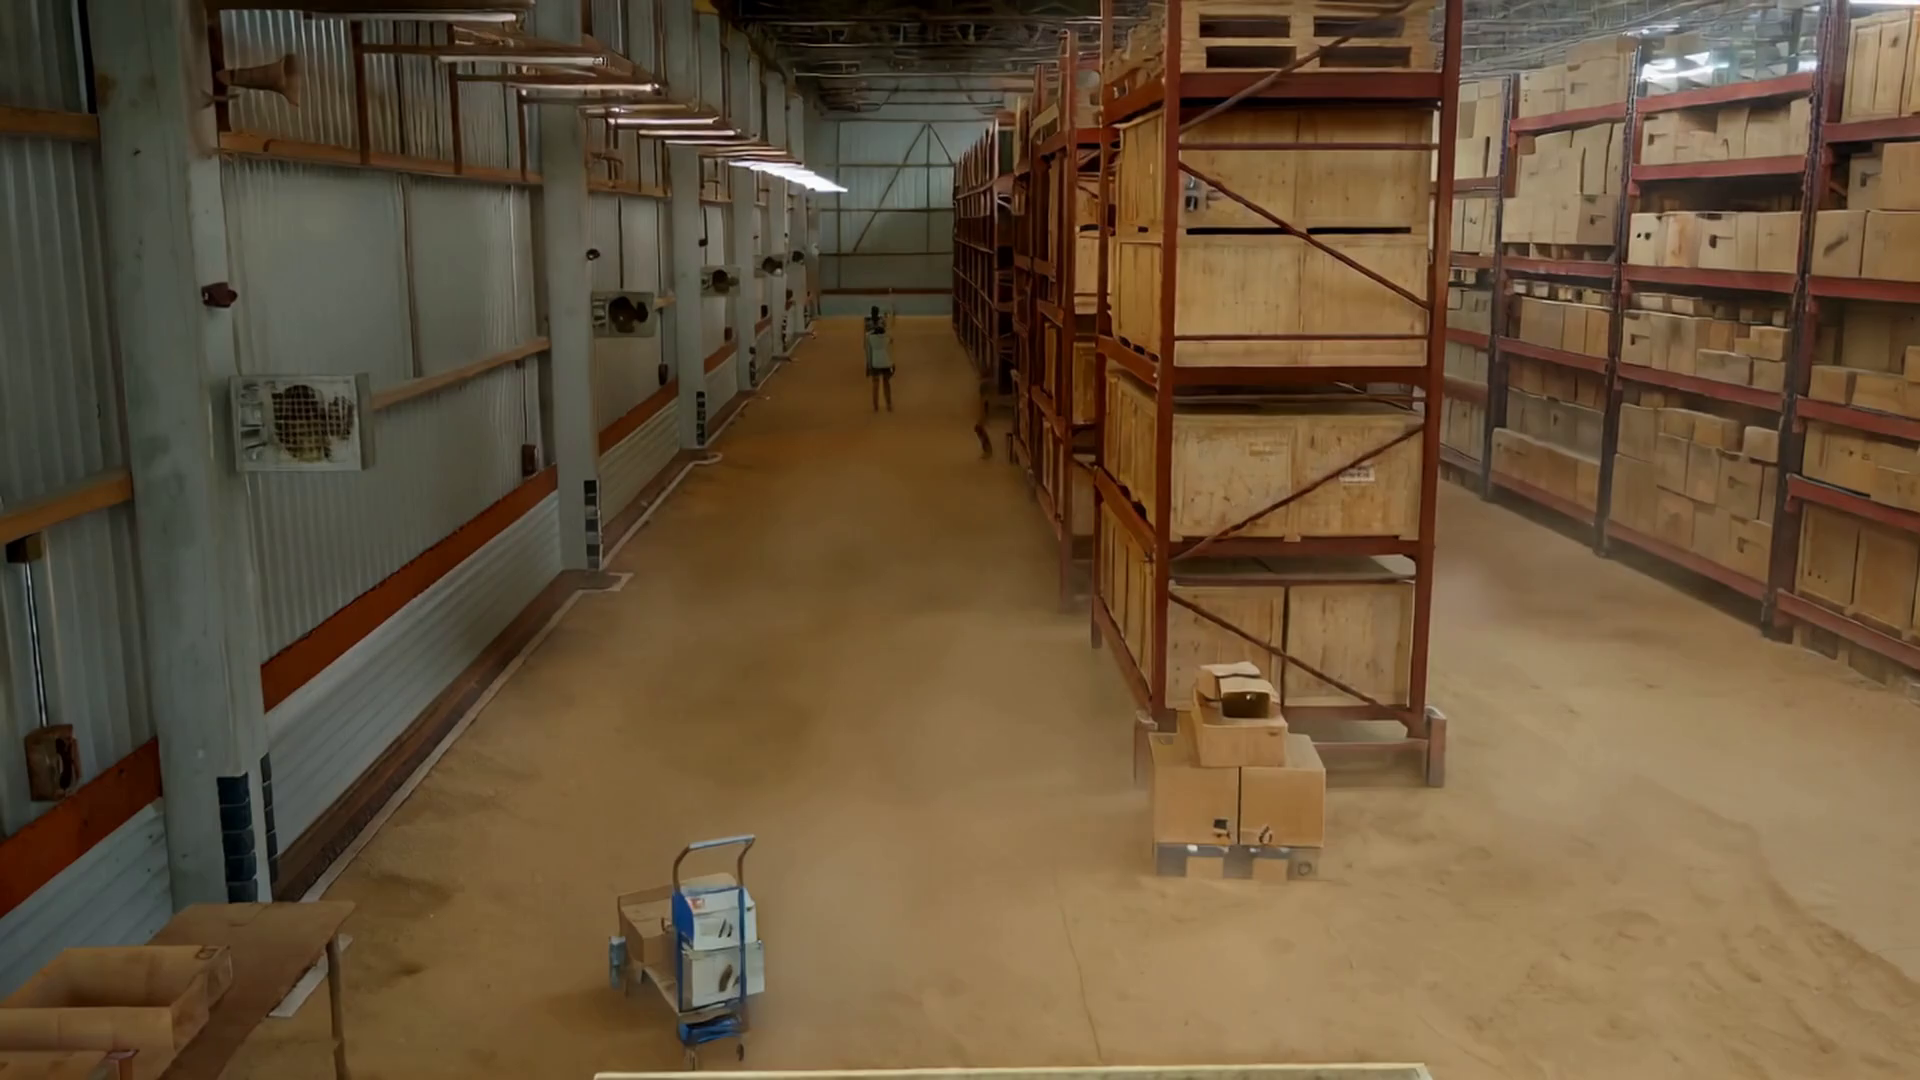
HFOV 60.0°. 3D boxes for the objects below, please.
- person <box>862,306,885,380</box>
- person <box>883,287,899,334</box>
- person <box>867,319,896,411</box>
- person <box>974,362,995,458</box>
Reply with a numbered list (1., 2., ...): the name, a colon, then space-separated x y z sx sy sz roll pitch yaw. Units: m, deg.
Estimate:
1. person: -2.212 -5.063 42.741 0.598 1.907 0.406 -2 11 -12
2. person: -2.470 -8.272 59.950 0.593 1.698 0.903 8 13 35
3. person: -1.682 -3.753 35.716 0.617 1.986 0.408 -3 11 -15
4. person: 0.401 -2.221 28.530 0.395 1.671 0.555 -1 11 -6
